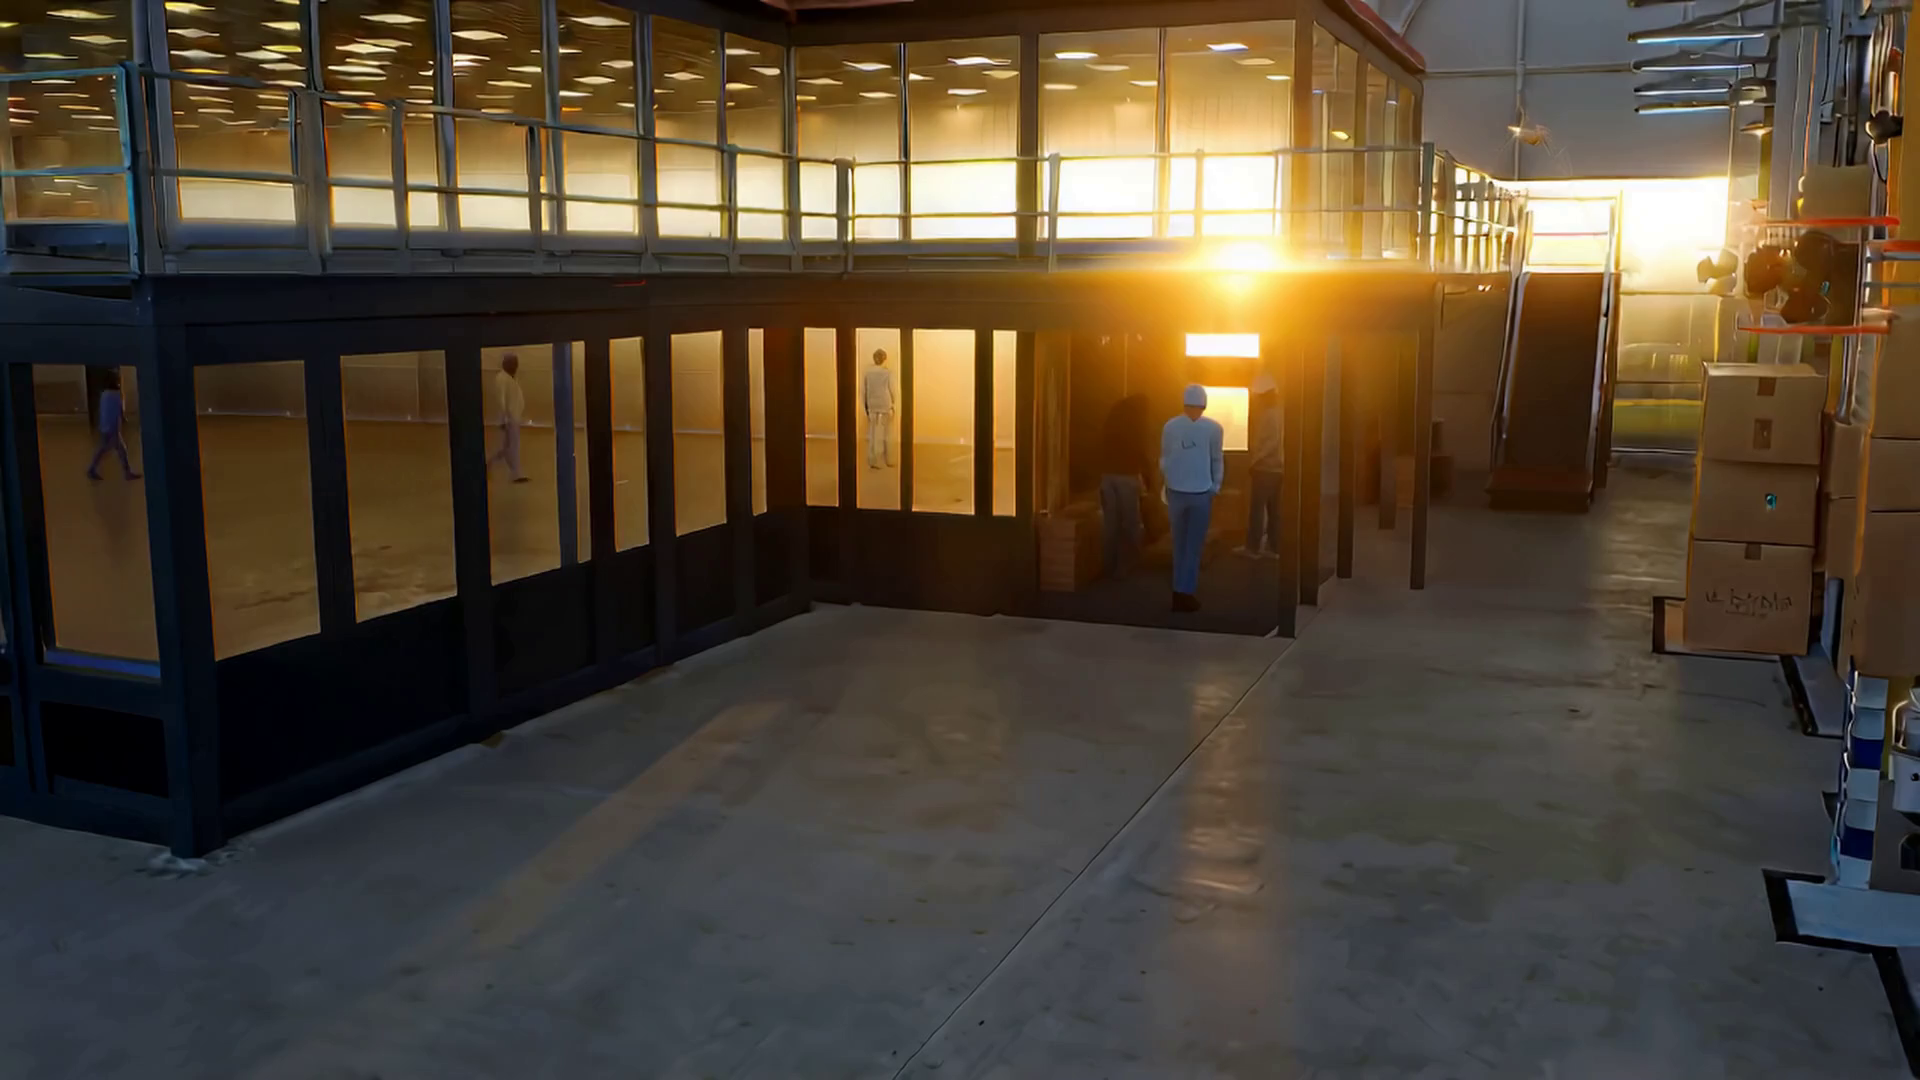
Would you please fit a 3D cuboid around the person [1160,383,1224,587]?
[{"bbox_3d":[2.239,-0.527,16.084,0.612,1.986,0.406,1,9,8],"label":"person"}]
